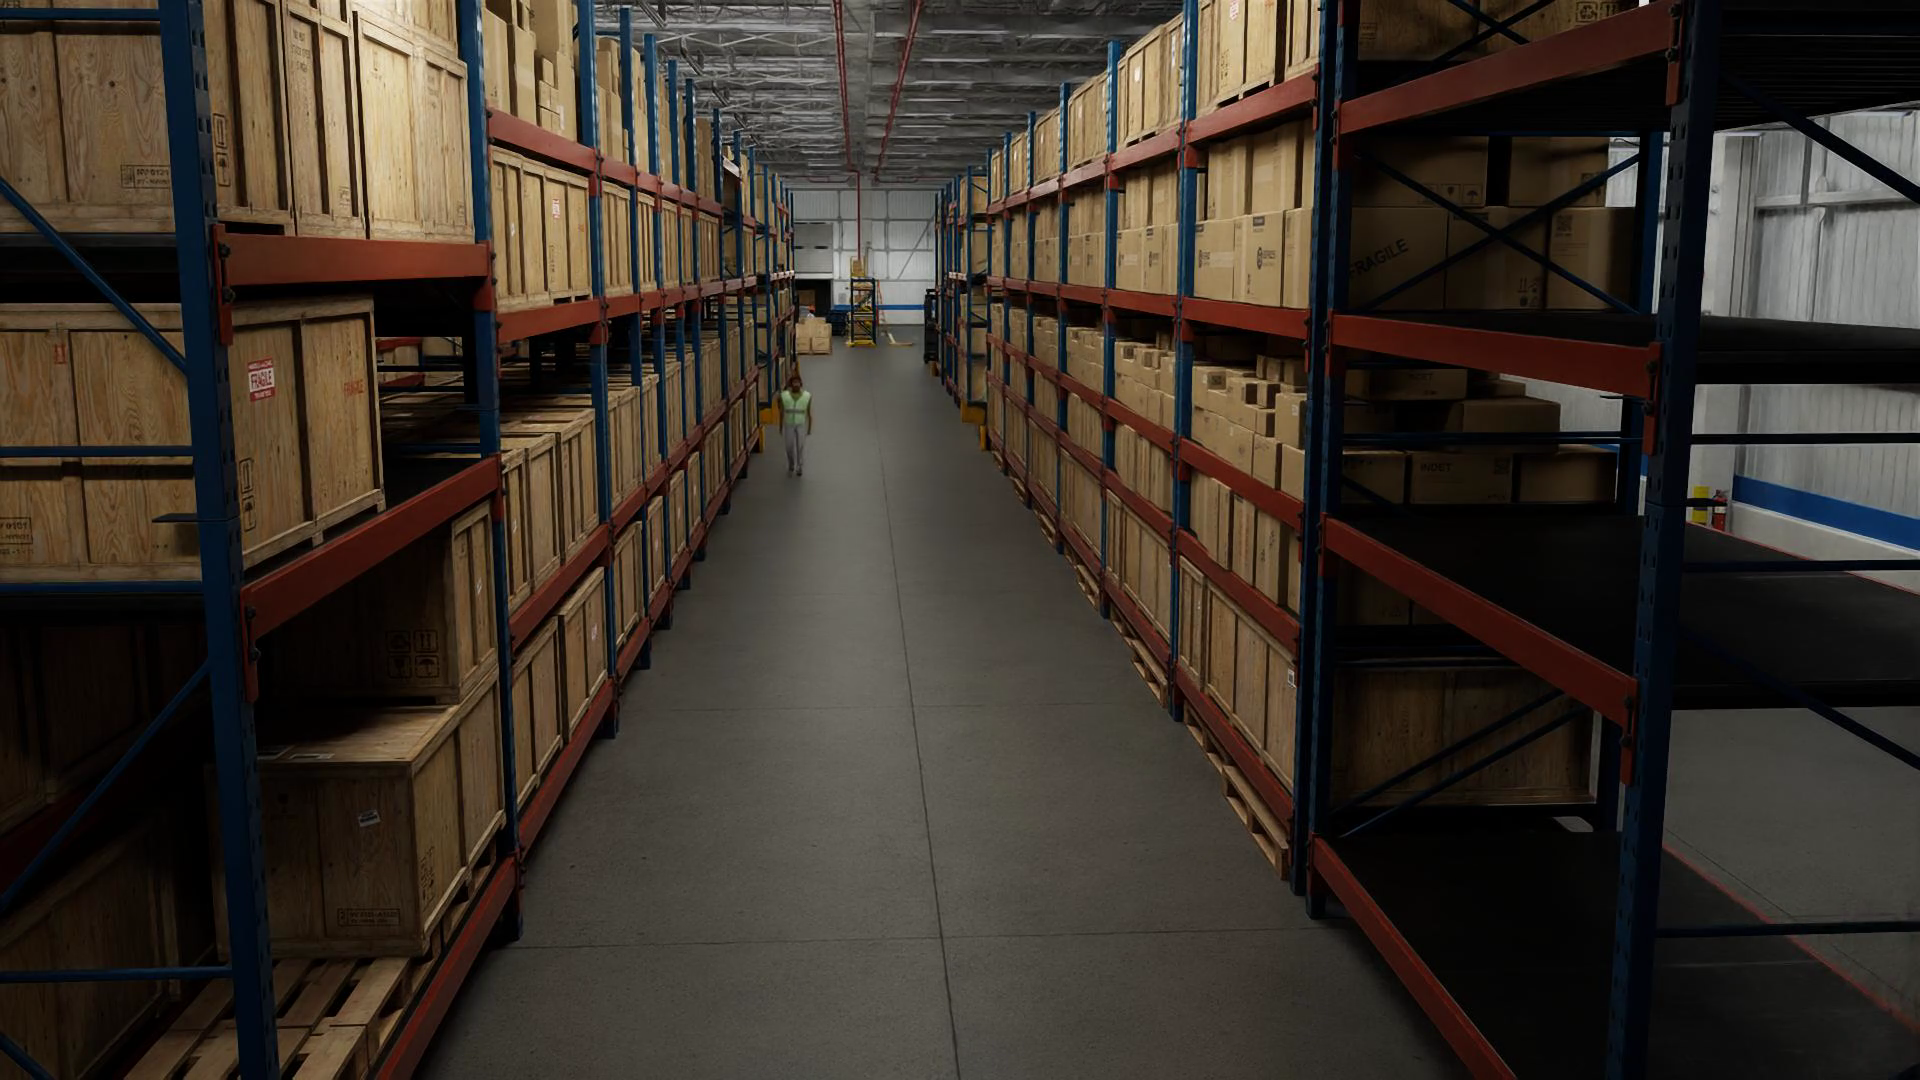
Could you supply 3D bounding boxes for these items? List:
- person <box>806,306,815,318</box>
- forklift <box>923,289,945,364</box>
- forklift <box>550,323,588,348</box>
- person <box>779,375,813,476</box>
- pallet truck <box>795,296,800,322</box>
[{"bbox_3d":[-6.516,-9.276,72.737,0.427,1.922,0.562,-7,12,-35],"label":"person"},{"bbox_3d":[-0.812,-8.127,63.013,1.129,2.768,1.873,-1,10,-3],"label":"forklift"},{"bbox_3d":[-8.931,-3.962,38.136,1.129,2.768,1.873,-1,10,-4],"label":"forklift"},{"bbox_3d":[-2.941,-2.043,29.794,0.606,1.824,0.606,-1,10,-4],"label":"person"},{"bbox_3d":[-8.622,-12.439,91.403,1.885,1.965,0.823,2,10,13],"label":"pallet truck"}]
